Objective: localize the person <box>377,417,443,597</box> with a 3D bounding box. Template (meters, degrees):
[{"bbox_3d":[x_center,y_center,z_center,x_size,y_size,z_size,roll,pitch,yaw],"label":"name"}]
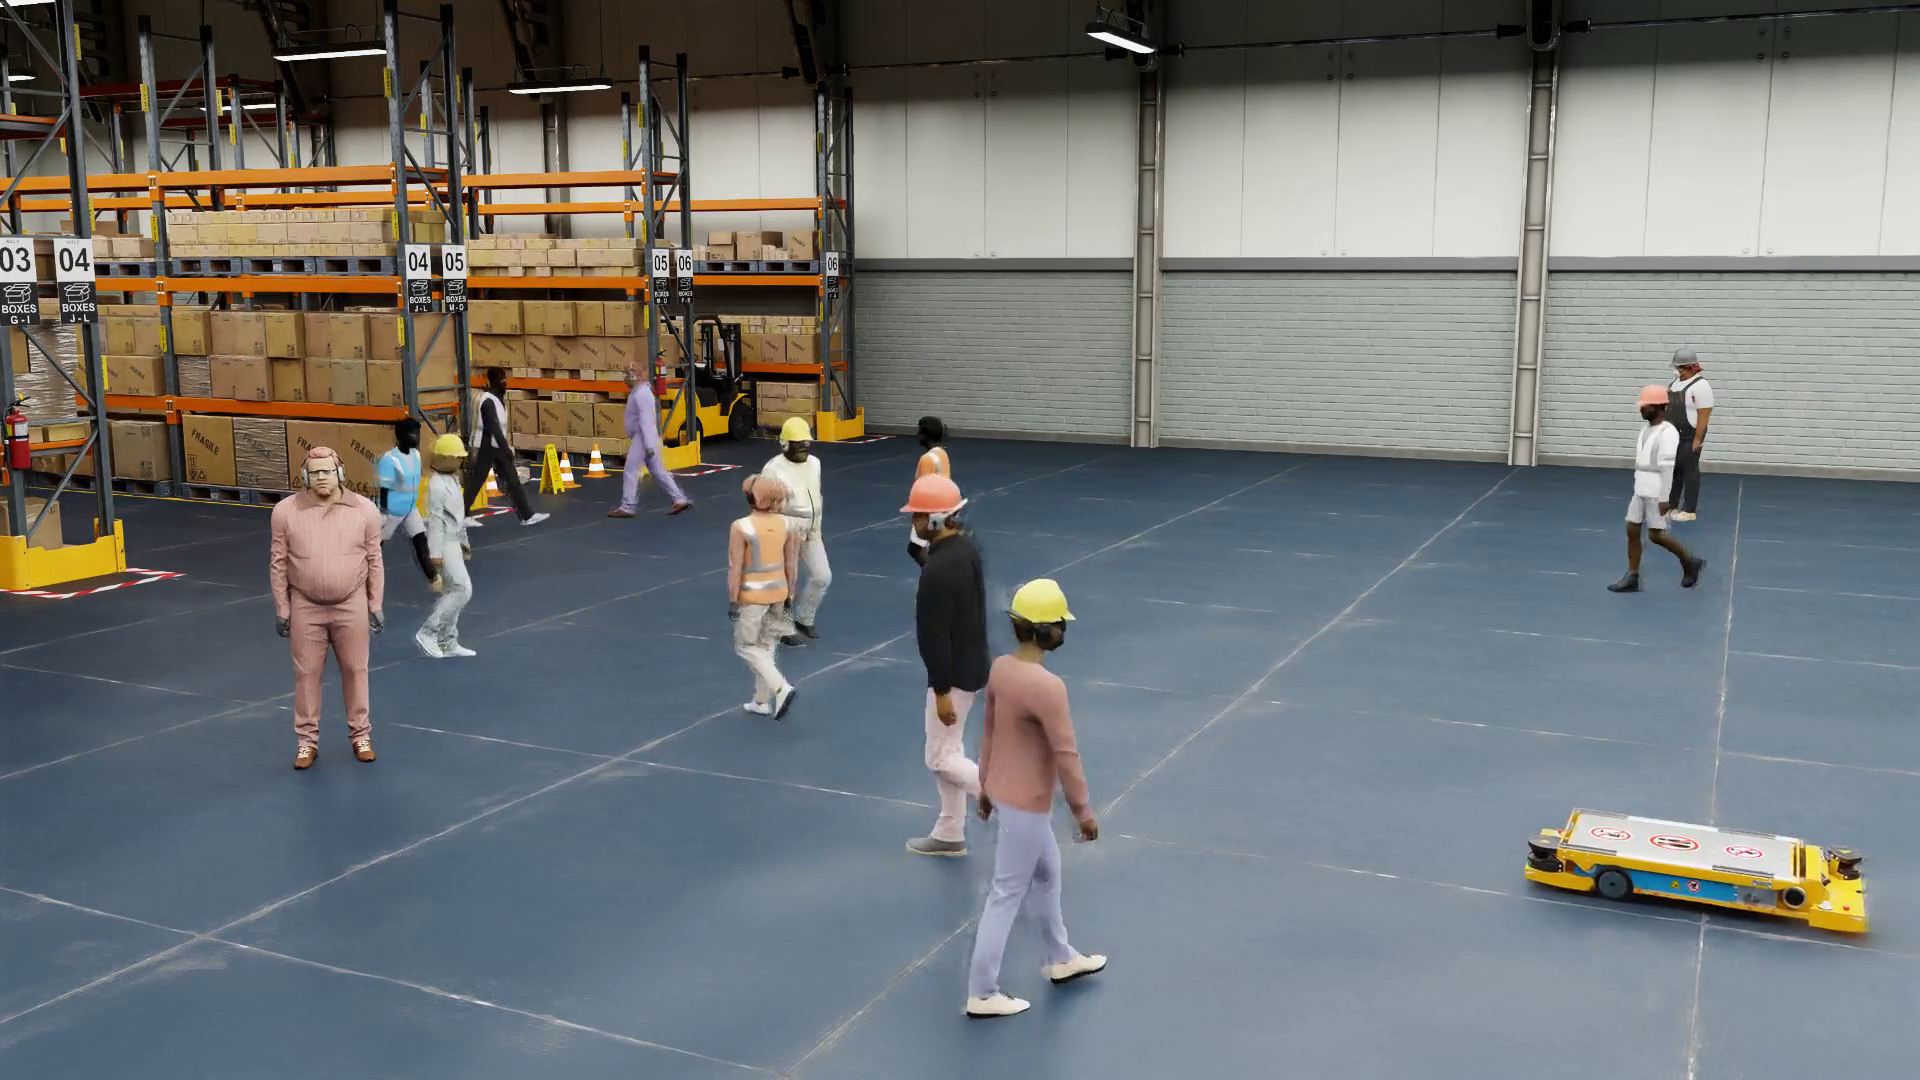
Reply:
[{"bbox_3d":[-5.017,-0.279,14.852,0.935,1.631,0.579,3,10,18],"label":"person"}]

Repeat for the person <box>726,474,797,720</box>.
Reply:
[{"bbox_3d":[-1.259,0.385,10.824,0.554,1.620,0.526,9,13,42],"label":"person"}]

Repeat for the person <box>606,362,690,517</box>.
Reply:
[{"bbox_3d":[-3.703,-1.192,19.803,0.936,1.859,0.651,-1,9,-4],"label":"person"}]

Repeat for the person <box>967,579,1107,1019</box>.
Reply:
[{"bbox_3d":[0.352,1.018,6.585,0.787,1.736,0.538,-3,10,-19],"label":"person"}]

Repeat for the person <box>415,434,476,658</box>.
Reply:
[{"bbox_3d":[-3.842,0.056,12.529,0.382,1.726,0.490,-1,9,-8],"label":"person"}]

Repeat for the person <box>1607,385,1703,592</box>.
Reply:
[{"bbox_3d":[6.354,-0.456,15.103,0.776,1.913,0.552,-1,9,-7],"label":"person"}]

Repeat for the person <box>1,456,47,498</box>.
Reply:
[{"bbox_3d":[-10.390,-0.908,18.299,1.028,1.786,0.509,6,11,31],"label":"person"}]

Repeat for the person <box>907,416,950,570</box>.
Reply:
[{"bbox_3d":[-0.240,-0.233,14.431,0.378,1.680,0.550,3,10,17],"label":"person"}]

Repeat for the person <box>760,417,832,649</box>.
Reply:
[{"bbox_3d":[-1.259,-0.047,12.884,0.461,1.813,0.626,8,12,41],"label":"person"}]

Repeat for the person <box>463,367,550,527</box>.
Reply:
[{"bbox_3d":[-5.299,-1.053,18.986,1.082,1.850,0.587,0,9,1],"label":"person"}]

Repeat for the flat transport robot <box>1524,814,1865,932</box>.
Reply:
[{"bbox_3d":[3.474,1.538,7.893,1.431,0.197,0.652,5,10,26],"label":"flat transport robot"}]

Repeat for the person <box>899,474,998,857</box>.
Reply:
[{"bbox_3d":[0.048,0.657,8.126,0.701,1.974,0.612,3,10,19],"label":"person"}]

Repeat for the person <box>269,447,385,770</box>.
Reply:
[{"bbox_3d":[-3.745,0.398,9.880,0.636,1.911,0.406,-4,10,-21],"label":"person"}]

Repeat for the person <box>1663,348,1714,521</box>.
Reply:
[{"bbox_3d":[8.472,-1.247,19.558,0.536,2.000,0.682,-1,9,-9],"label":"person"}]
